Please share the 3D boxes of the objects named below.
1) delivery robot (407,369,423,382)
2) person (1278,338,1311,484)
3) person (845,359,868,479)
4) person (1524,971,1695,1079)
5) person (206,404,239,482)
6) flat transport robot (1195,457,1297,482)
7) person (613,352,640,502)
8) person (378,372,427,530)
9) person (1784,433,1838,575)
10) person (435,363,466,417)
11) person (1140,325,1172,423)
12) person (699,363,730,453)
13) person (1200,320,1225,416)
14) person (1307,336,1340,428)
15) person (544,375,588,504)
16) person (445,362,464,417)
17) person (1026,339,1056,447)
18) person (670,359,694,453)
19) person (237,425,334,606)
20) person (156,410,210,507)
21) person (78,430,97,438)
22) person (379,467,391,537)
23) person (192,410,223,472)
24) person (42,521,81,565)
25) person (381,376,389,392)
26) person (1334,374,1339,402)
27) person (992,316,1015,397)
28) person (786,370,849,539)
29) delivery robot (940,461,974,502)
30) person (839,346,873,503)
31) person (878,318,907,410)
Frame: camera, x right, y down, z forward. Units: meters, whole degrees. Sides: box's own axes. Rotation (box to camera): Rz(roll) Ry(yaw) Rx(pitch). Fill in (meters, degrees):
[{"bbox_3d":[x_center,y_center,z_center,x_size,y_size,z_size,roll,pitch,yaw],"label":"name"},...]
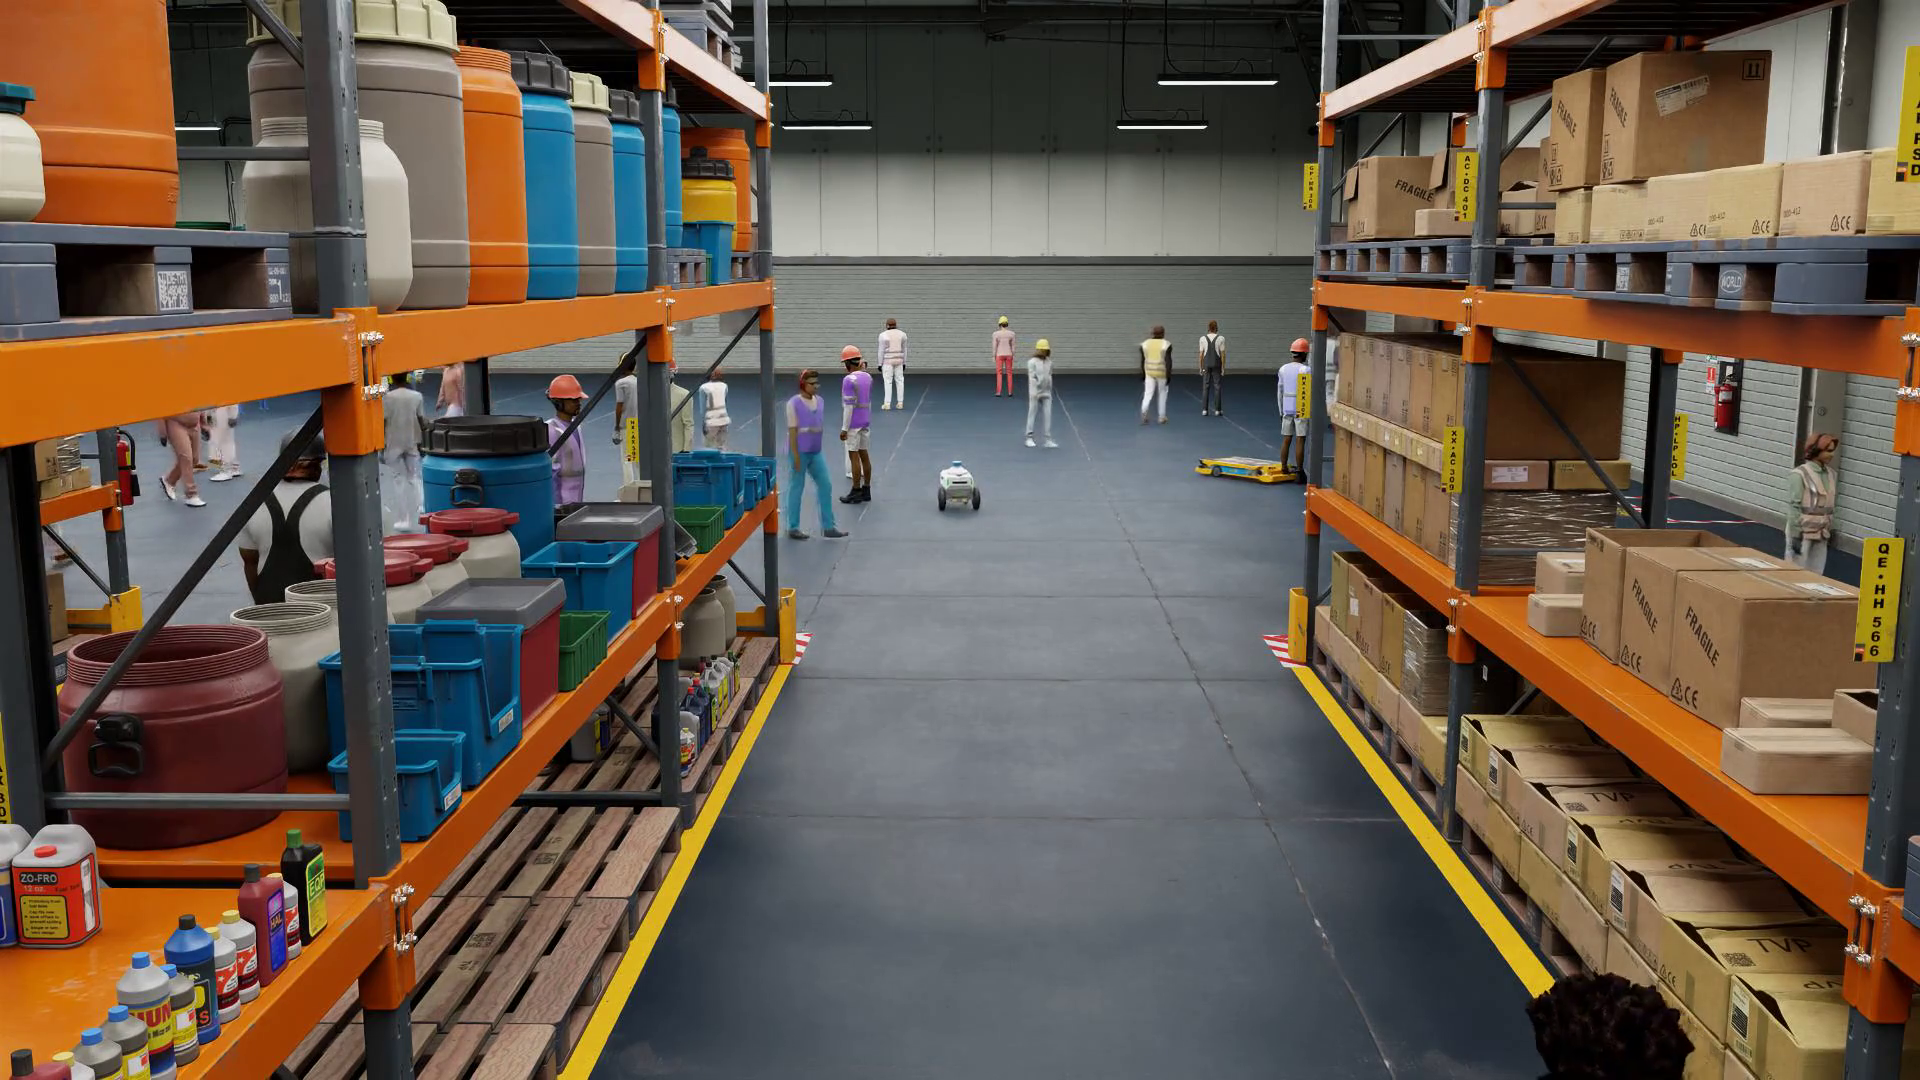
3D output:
[{"bbox_3d":[-13.213,-3.975,39.735,0.707,0.478,0.477,2,9,15],"label":"delivery robot"},{"bbox_3d":[4.531,-1.732,22.330,0.363,1.935,0.553,-8,13,-41],"label":"person"},{"bbox_3d":[-1.403,-1.667,22.838,0.311,1.636,0.523,4,10,25],"label":"person"},{"bbox_3d":[0.975,1.590,2.536,0.614,1.905,1.040,1,10,9],"label":"person"},{"bbox_3d":[-10.090,-1.774,22.716,0.416,1.908,0.643,-9,13,-44],"label":"person"},{"bbox_3d":[3.998,-0.988,22.981,0.652,0.197,1.431,-7,12,-38],"label":"flat transport robot"},{"bbox_3d":[-4.040,-1.355,20.328,0.325,1.860,0.517,6,11,30],"label":"person"},{"bbox_3d":[-6.188,-1.030,18.386,0.515,1.858,0.401,-9,13,-42],"label":"person"},{"bbox_3d":[6.632,-0.021,12.998,0.521,1.635,0.310,-5,11,-28],"label":"person"},{"bbox_3d":[-7.490,-2.001,24.611,0.923,1.721,0.527,-7,12,-36],"label":"person"},{"bbox_3d":[3.578,-3.042,30.530,0.625,1.823,0.788,5,11,27],"label":"person"},{"bbox_3d":[-3.226,-1.525,22.015,0.404,1.626,0.513,8,13,41],"label":"person"},{"bbox_3d":[4.889,-3.335,32.226,0.506,1.841,0.346,3,10,16],"label":"person"},{"bbox_3d":[6.416,-2.887,29.259,0.622,1.927,0.601,1,9,4],"label":"person"},{"bbox_3d":[-3.201,-0.327,13.596,0.383,2.045,0.605,1,10,7],"label":"person"},{"bbox_3d":[-8.394,-2.642,27.950,0.647,1.883,0.722,2,10,14],"label":"person"},{"bbox_3d":[1.301,-2.372,26.776,0.494,1.746,0.342,-6,11,-32],"label":"person"},{"bbox_3d":[-3.103,-0.971,17.597,0.609,1.995,0.375,4,10,21],"label":"person"},{"bbox_3d":[-3.717,0.368,9.566,0.688,2.000,0.536,1,10,6],"label":"person"},{"bbox_3d":[-9.549,-1.371,20.322,0.802,1.884,0.642,4,10,22],"label":"person"},{"bbox_3d":[-14.893,-2.673,28.120,0.576,1.889,0.645,4,10,25],"label":"person"},{"bbox_3d":[-3.851,0.273,10.924,0.551,1.721,0.870,4,10,21],"label":"person"},{"bbox_3d":[-10.775,-1.972,23.655,0.625,1.974,0.650,3,10,15],"label":"person"},{"bbox_3d":[-8.862,-0.677,15.961,0.612,1.959,0.964,3,10,16],"label":"person"},{"bbox_3d":[-10.804,-3.108,30.865,0.744,1.842,0.520,5,11,26],"label":"person"},{"bbox_3d":[5.709,-1.890,24.250,0.515,1.618,0.535,2,10,11],"label":"person"},{"bbox_3d":[0.966,-4.053,36.733,0.525,1.772,0.305,-2,10,-11],"label":"person"},{"bbox_3d":[-1.543,-0.893,17.650,0.828,1.809,0.608,7,12,36],"label":"person"},{"bbox_3d":[-0.040,-0.713,20.204,0.477,0.478,0.707,-1,10,-7],"label":"delivery robot"},{"bbox_3d":[-1.309,-1.432,20.565,0.374,1.928,0.543,5,11,29],"label":"person"},{"bbox_3d":[-1.373,-3.561,33.591,0.622,1.838,0.429,-4,10,-25],"label":"person"}]
